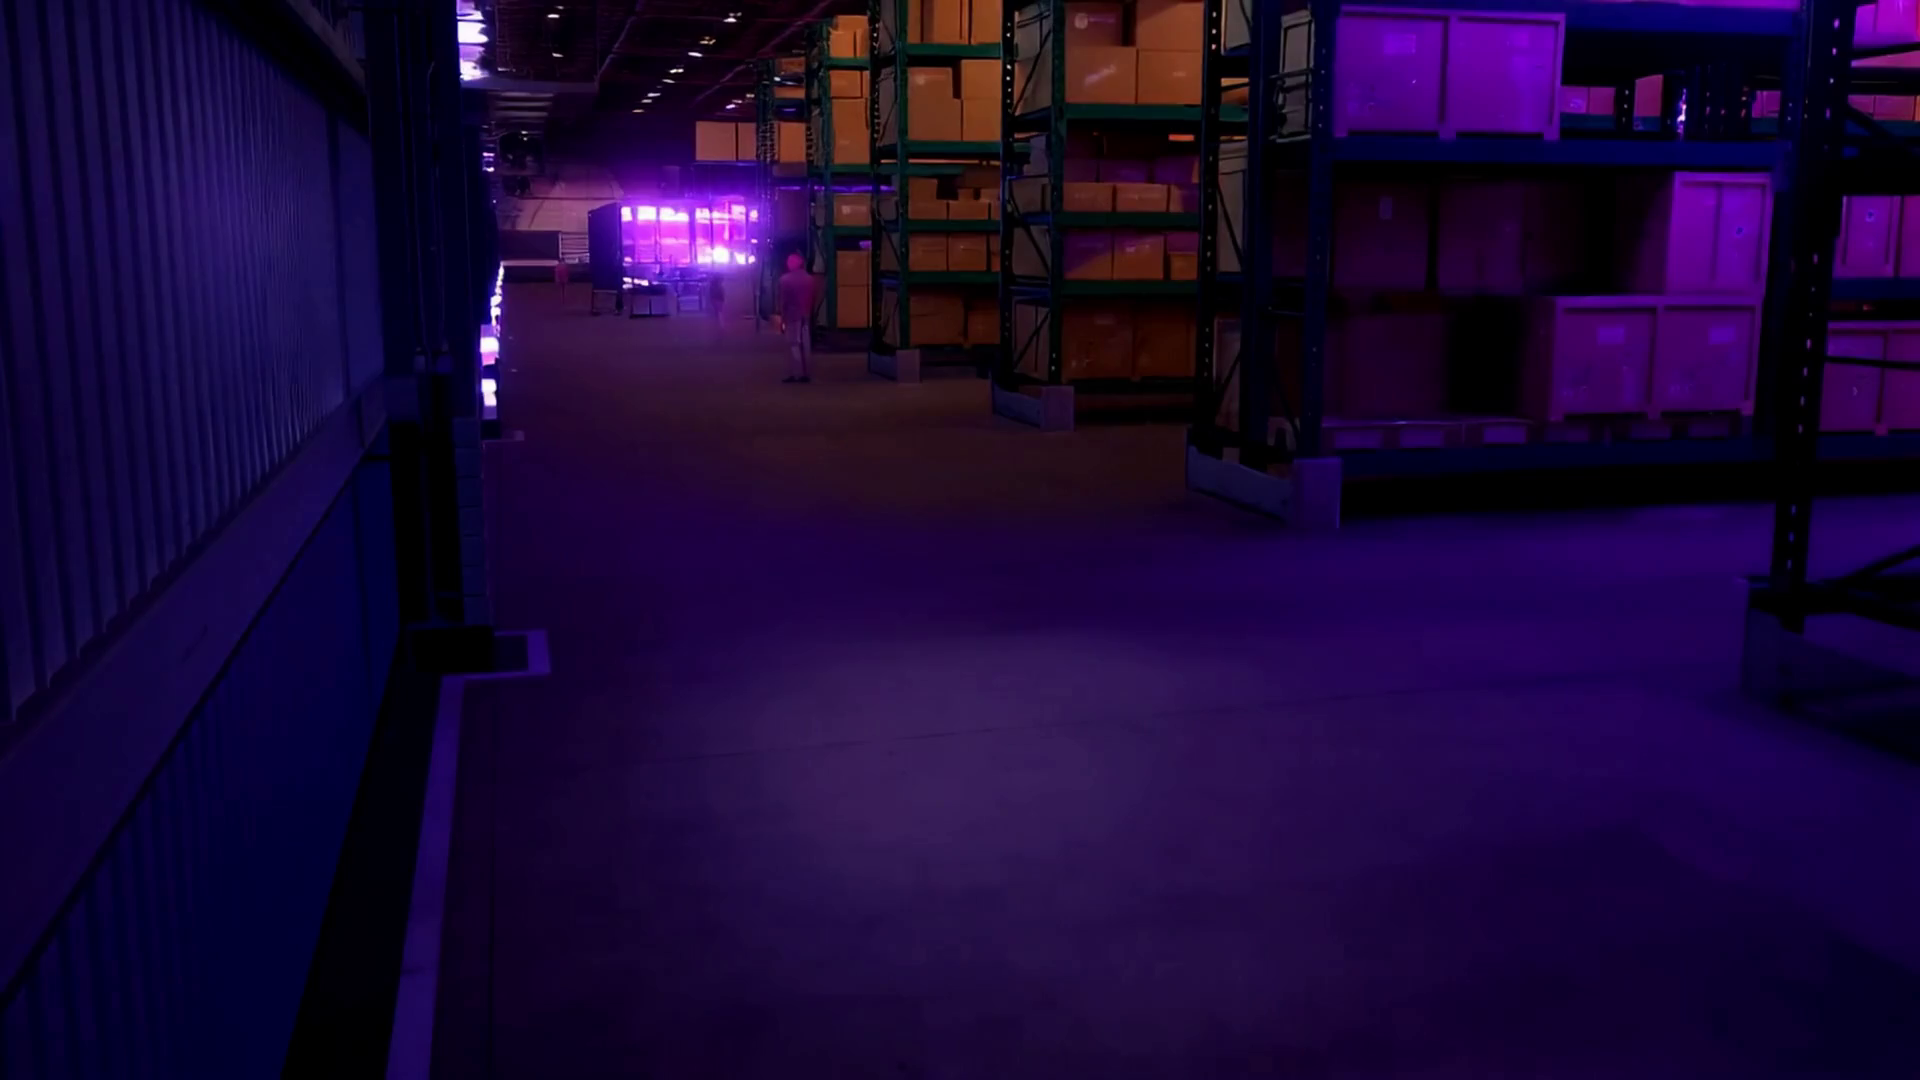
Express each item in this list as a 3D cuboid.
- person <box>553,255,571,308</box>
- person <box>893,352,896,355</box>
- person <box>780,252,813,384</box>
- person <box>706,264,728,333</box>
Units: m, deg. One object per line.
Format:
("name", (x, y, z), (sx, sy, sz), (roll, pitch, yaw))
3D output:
("person", (-13.237, -8.602, 55.326), (0.562, 1.730, 0.603), (-2, 10, -13))
("person", (-0.820, -4.216, 30.336), (0.923, 1.784, 0.598), (-1, 10, -6))
("person", (-2.437, -3.288, 24.656), (0.359, 1.938, 0.635), (7, 12, 35))
("person", (-5.675, -5.629, 38.815), (0.527, 1.617, 0.660), (-2, 10, -9))
